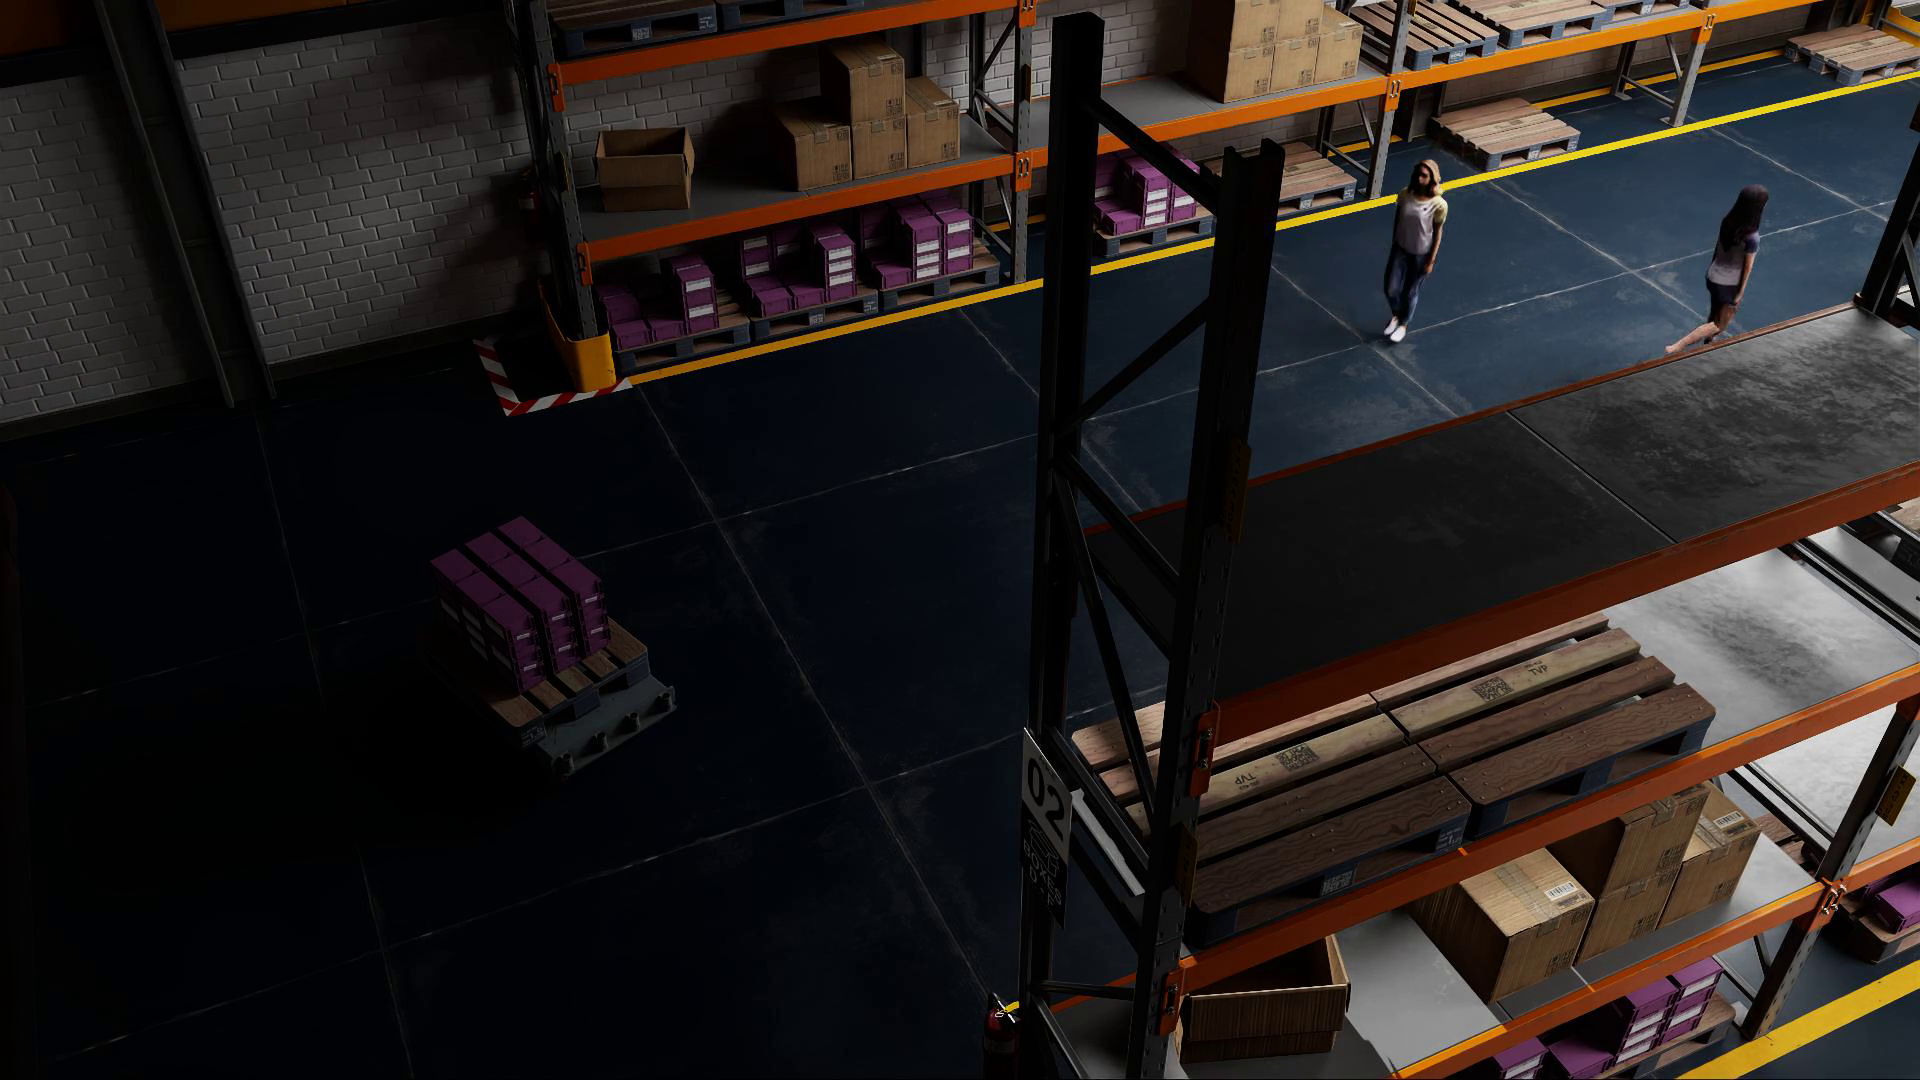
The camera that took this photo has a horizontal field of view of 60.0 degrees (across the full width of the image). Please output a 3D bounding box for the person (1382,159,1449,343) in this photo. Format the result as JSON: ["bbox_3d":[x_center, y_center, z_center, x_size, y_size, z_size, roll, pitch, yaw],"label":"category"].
[{"bbox_3d":[3.909,-2.486,14.189,0.730,1.712,0.755,24,45,27],"label":"person"}]

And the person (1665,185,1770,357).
[{"bbox_3d":[6.275,-2.141,13.772,0.984,1.692,0.728,-8,39,-10],"label":"person"}]
